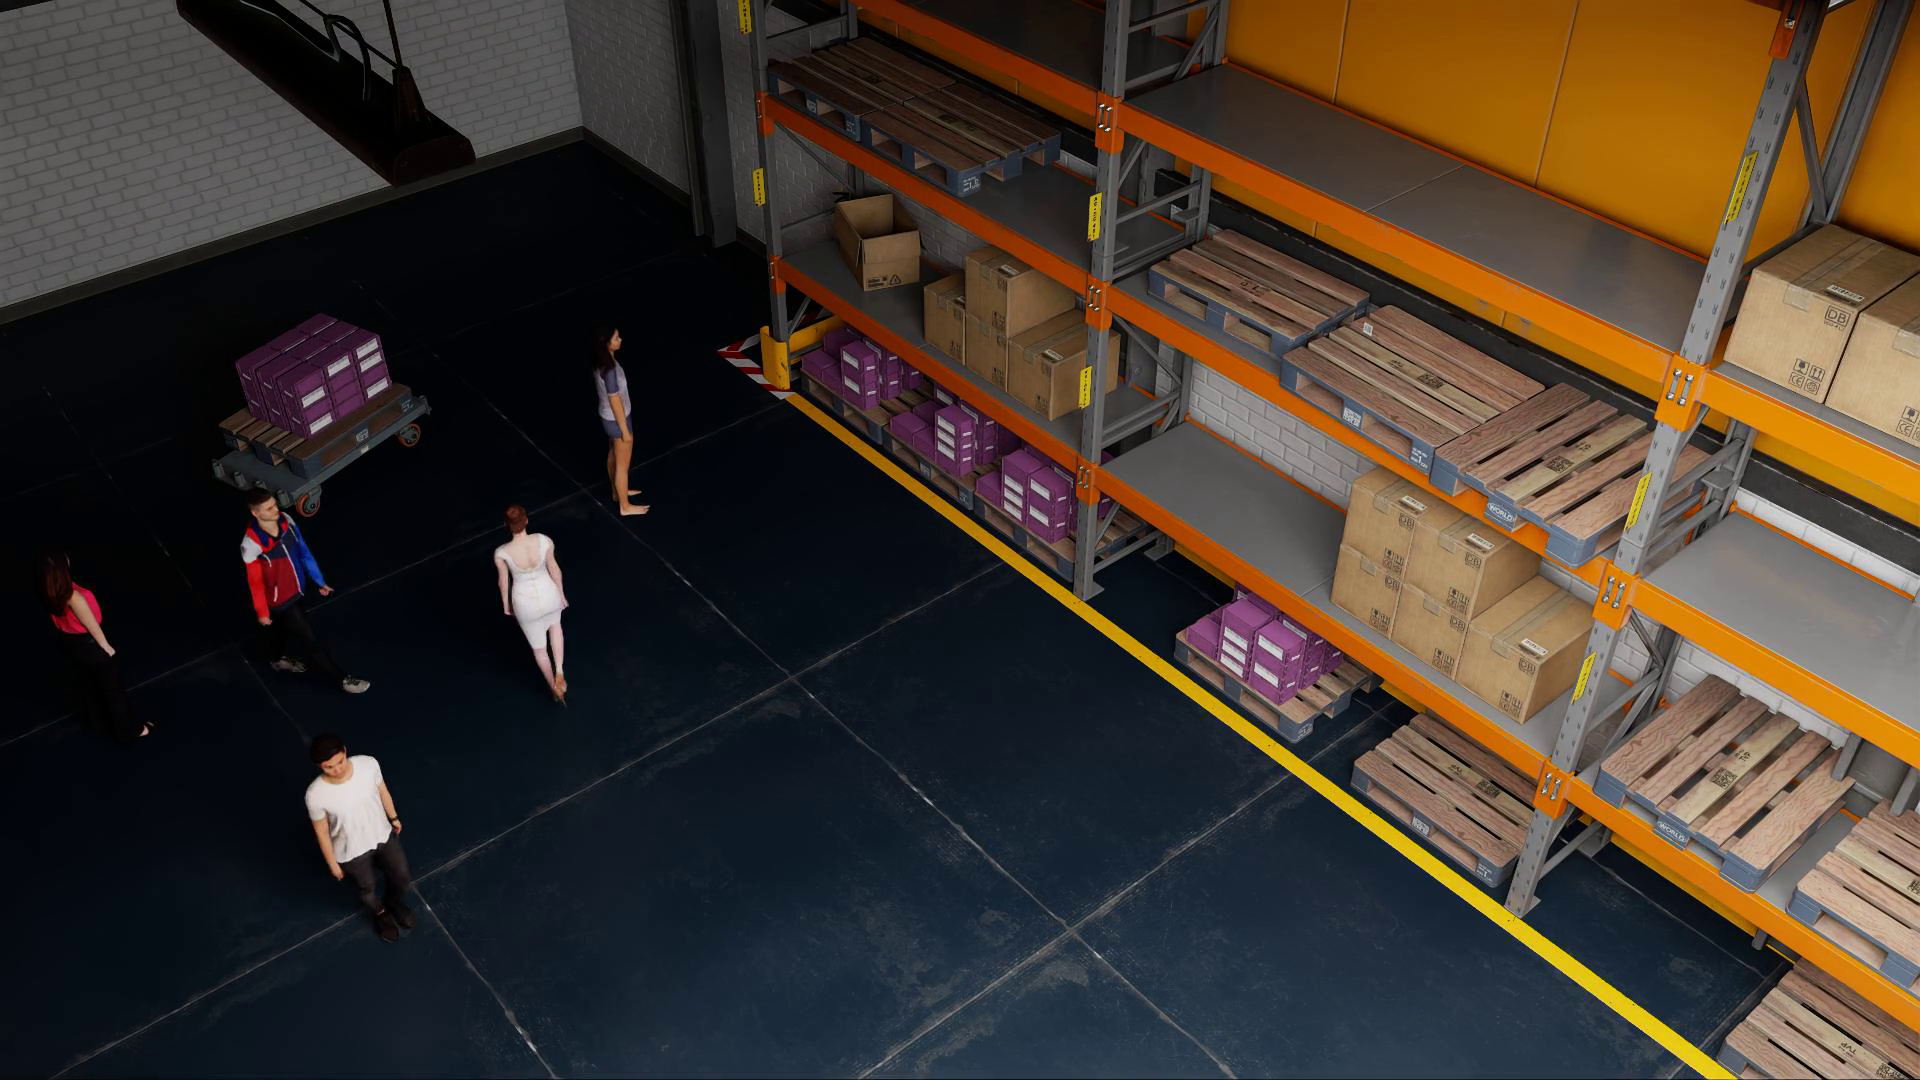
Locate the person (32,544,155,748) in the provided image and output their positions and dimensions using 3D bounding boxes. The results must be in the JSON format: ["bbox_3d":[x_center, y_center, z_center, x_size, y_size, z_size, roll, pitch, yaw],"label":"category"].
[{"bbox_3d":[-5.911,0.710,11.256,0.569,1.658,0.708,19,42,22],"label":"person"}]

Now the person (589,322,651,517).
[{"bbox_3d":[-2.757,-0.986,13.319,0.698,1.733,0.525,-15,41,-18],"label":"person"}]

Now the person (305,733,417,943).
[{"bbox_3d":[-3.607,1.730,9.939,0.645,1.707,0.578,-30,47,-32],"label":"person"}]

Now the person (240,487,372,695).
[{"bbox_3d":[-4.809,0.356,11.659,1.237,1.709,1.071,10,40,12],"label":"person"}]

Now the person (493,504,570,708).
[{"bbox_3d":[-2.889,0.506,11.410,0.664,1.784,0.672,-14,41,-17],"label":"person"}]
